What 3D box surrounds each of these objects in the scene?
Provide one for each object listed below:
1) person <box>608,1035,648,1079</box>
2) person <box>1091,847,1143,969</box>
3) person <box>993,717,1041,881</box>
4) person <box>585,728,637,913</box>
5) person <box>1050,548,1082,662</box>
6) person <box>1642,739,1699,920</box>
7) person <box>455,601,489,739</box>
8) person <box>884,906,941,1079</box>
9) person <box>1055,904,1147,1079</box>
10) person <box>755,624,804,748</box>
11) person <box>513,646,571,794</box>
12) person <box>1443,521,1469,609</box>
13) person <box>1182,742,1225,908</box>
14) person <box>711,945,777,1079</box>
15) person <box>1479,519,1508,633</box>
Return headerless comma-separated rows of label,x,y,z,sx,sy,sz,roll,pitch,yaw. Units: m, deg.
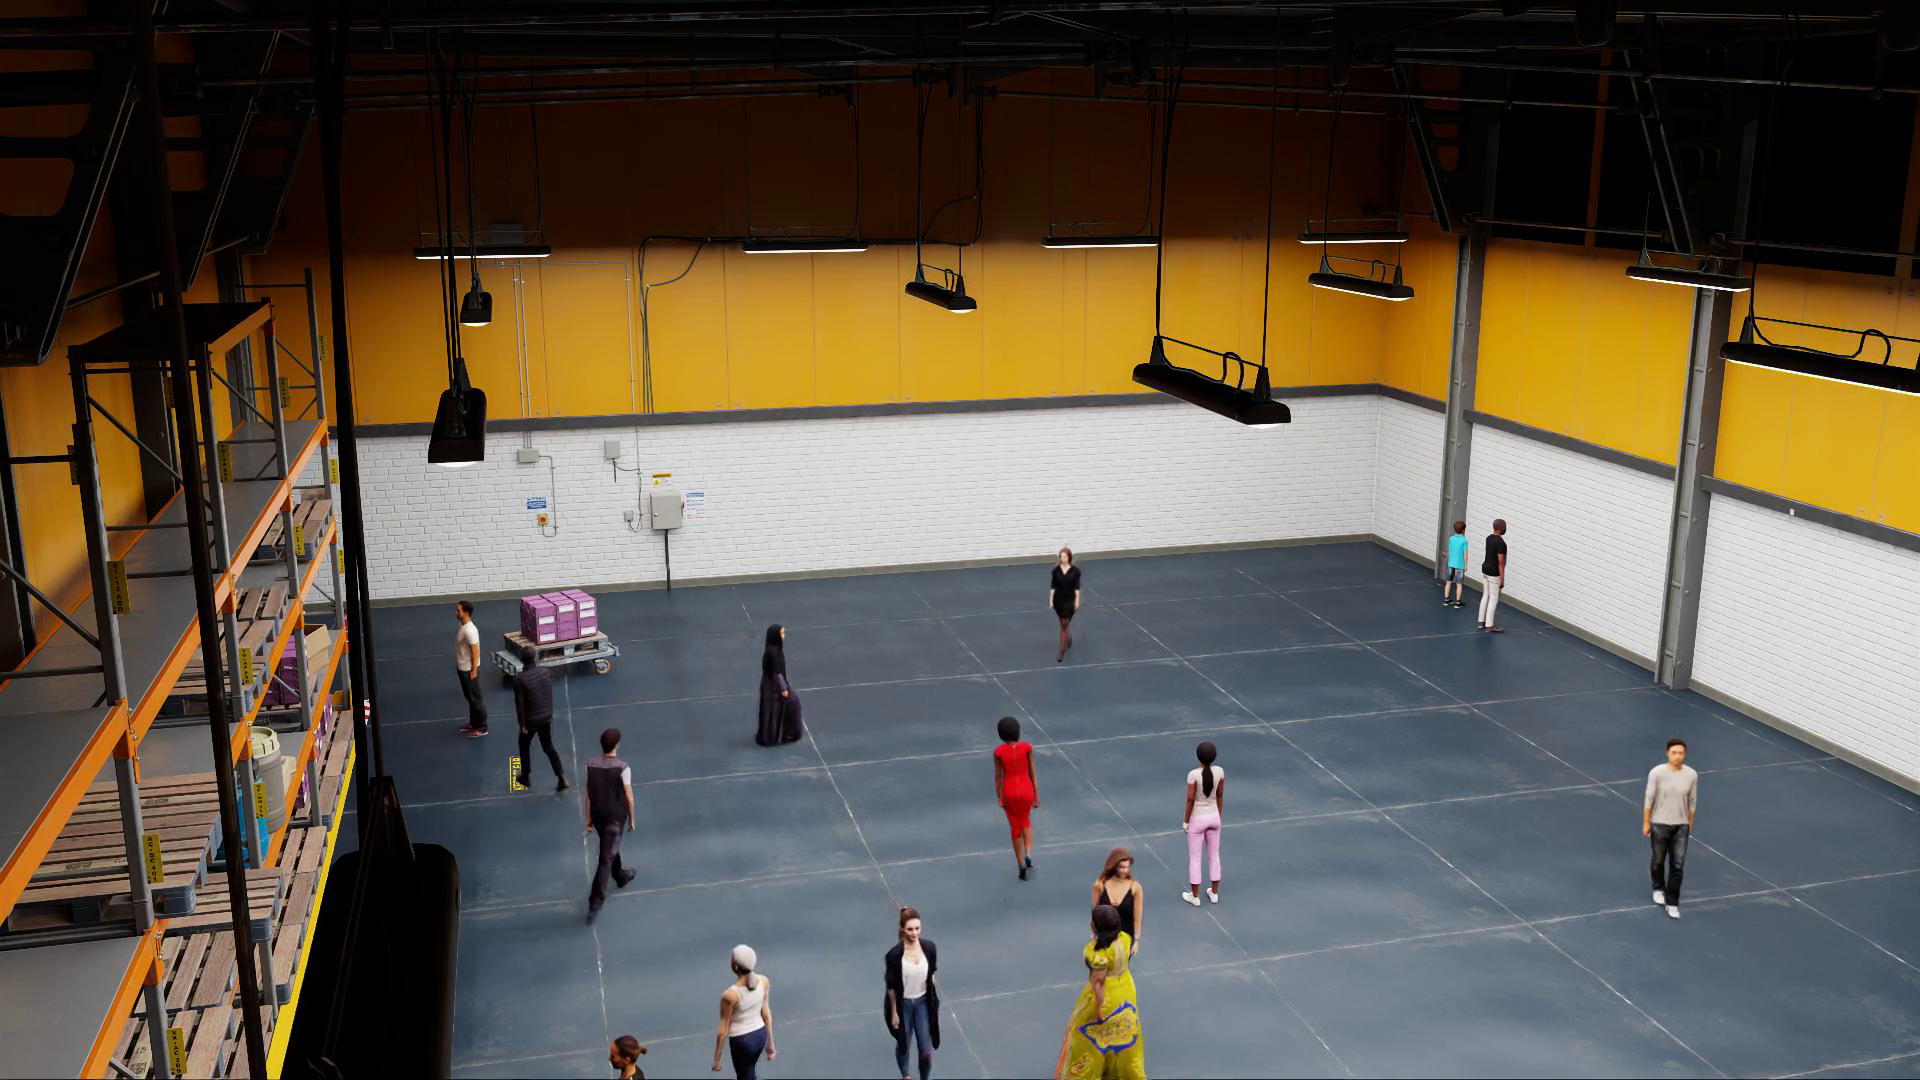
person,-2.238,4.176,11.491,0.638,1.668,0.457,-3,14,-13
person,1.358,3.436,14.510,0.811,1.685,1.030,2,14,7
person,0.602,2.733,17.344,0.652,1.718,0.662,-1,14,-3
person,-3.579,2.852,16.695,1.107,1.793,1.331,4,14,14
person,1.584,0.936,24.899,0.966,1.655,1.199,3,14,14
person,7.133,2.831,16.790,0.892,1.788,1.021,3,14,12
person,-6.361,1.657,21.607,0.755,1.803,0.582,-9,16,-32
person,-0.432,3.717,13.395,0.618,1.665,0.709,-4,14,-15
person,1.270,3.732,13.391,1.106,1.637,1.031,13,19,42
person,-2.453,1.849,21.225,0.826,1.611,0.856,2,14,7
person,-4.936,2.147,19.592,1.303,1.799,1.117,13,18,42
person,8.241,0.389,27.598,0.638,1.447,0.523,-11,17,-37
person,2.468,2.849,16.817,0.585,1.740,0.519,-4,14,-18
person,-1.566,3.913,12.599,1.178,1.659,1.005,12,18,41
person,8.406,0.543,26.208,0.719,1.802,0.534,-2,14,-10
